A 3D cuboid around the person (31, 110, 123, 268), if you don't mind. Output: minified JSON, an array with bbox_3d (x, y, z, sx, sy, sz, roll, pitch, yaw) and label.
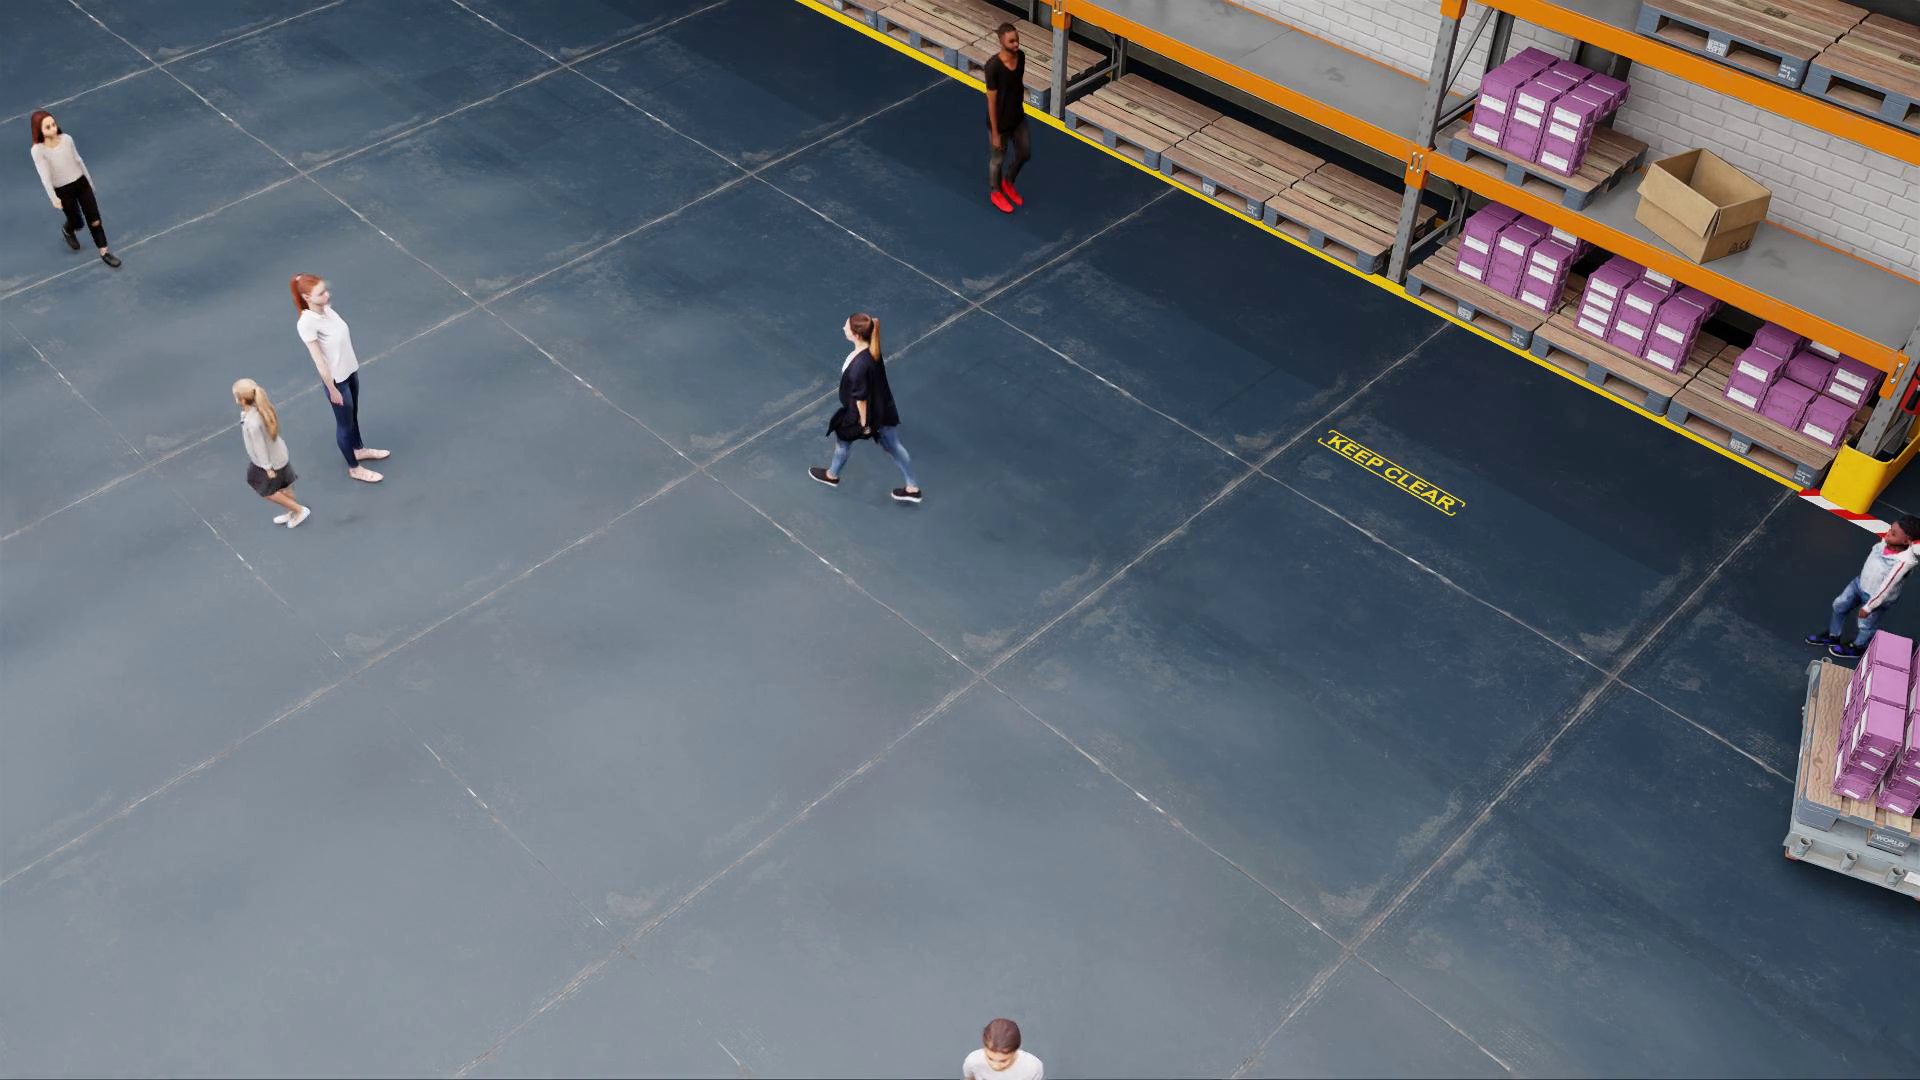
[{"bbox_3d":[-7.638,-3.013,14.213,0.870,1.471,0.652,24,49,23],"label":"person"}]

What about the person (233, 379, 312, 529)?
[{"bbox_3d":[-4.857,-0.608,11.839,0.705,1.264,0.644,-6,44,-7],"label":"person"}]

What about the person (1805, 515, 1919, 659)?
[{"bbox_3d":[6.057,0.317,10.877,0.707,1.252,0.646,2,44,2],"label":"person"}]

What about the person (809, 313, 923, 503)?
[{"bbox_3d":[-0.568,-0.904,11.885,1.203,1.629,0.905,15,46,16],"label":"person"}]

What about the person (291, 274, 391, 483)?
[{"bbox_3d":[-4.542,-1.194,12.109,0.709,1.740,0.646,-1,44,-1],"label":"person"}]

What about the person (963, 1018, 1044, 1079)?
[{"bbox_3d":[0.211,2.720,8.156,1.013,1.525,0.970,8,44,8],"label":"person"}]

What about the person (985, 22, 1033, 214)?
[{"bbox_3d":[0.341,-3.766,14.772,0.674,1.791,0.633,-29,51,-27],"label":"person"}]
